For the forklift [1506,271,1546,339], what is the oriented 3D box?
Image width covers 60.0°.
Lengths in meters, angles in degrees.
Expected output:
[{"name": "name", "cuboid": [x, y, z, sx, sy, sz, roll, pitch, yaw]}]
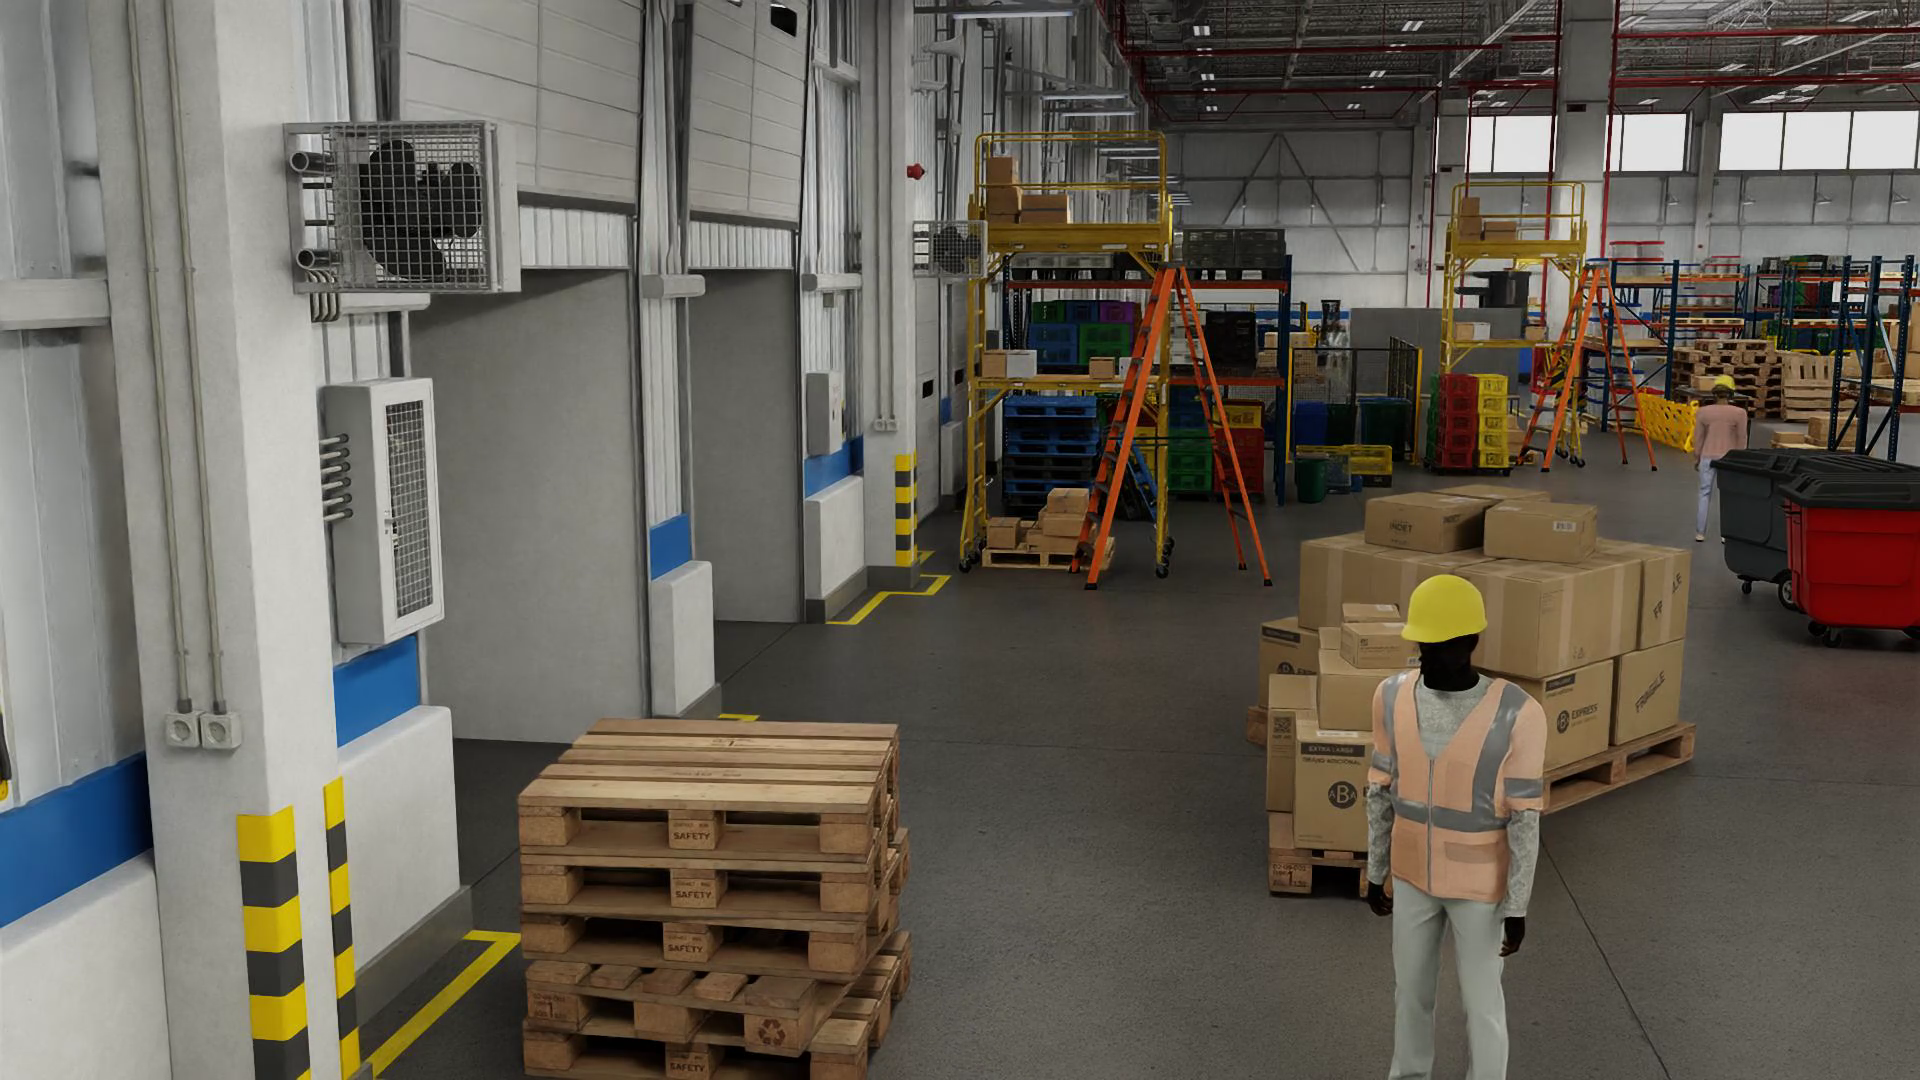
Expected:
[{"name": "forklift", "cuboid": [15.164, -5.958, 45.509, 1.873, 2.768, 1.129, -3, 10, -17]}]

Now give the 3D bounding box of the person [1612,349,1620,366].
[{"name": "person", "cuboid": [17.611, -5.354, 44.859, 0.644, 1.893, 1.015, 6, 11, 31]}]

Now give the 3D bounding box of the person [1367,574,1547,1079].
[{"name": "person", "cuboid": [1.527, 1.052, 5.243, 0.585, 1.920, 0.396, 9, 13, 43]}]

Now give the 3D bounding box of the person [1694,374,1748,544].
[{"name": "person", "cuboid": [7.934, -0.840, 17.372, 0.525, 1.770, 0.306, 7, 11, 35]}]

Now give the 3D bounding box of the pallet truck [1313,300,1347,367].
[{"name": "pallet truck", "cuboid": [11.159, -6.200, 49.718, 0.823, 1.965, 1.885, 4, 10, 26]}]

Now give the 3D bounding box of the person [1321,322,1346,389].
[{"name": "person", "cuboid": [8.929, -4.393, 39.766, 0.550, 1.607, 0.775, 6, 11, 33]}]

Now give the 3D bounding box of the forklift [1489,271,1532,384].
[{"name": "forklift", "cuboid": [13.422, -5.322, 41.591, 1.873, 2.768, 1.129, 1, 9, 9]}]

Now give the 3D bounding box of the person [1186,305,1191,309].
[{"name": "person", "cuboid": [6.110, -5.308, 44.456, 0.395, 1.929, 0.542, 4, 10, 26]}]
